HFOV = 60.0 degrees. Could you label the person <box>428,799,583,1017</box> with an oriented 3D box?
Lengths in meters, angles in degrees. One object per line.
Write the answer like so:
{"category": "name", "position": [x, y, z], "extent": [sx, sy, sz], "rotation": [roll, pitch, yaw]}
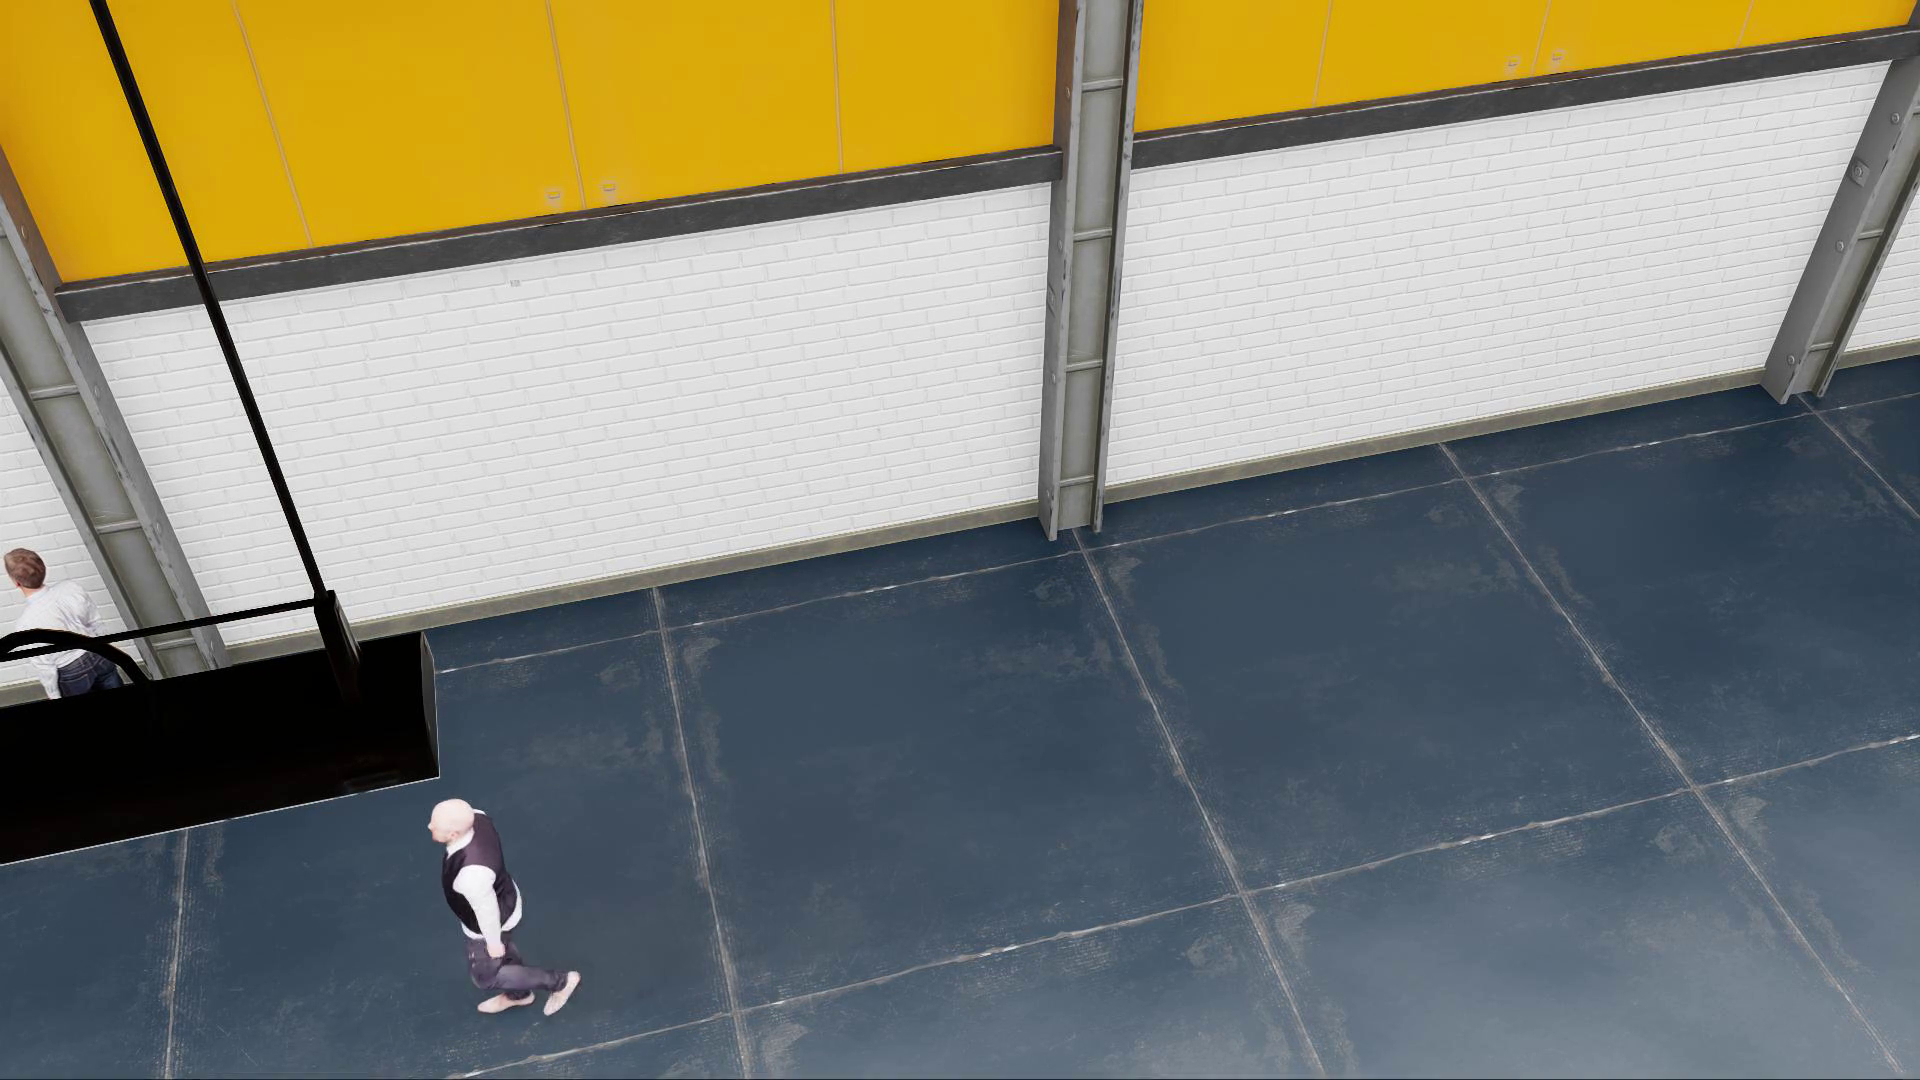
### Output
{"category": "person", "position": [-2.350, 1.921, 8.591], "extent": [0.798, 1.810, 0.669], "rotation": [-10, 45, -11]}

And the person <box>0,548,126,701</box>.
{"category": "person", "position": [-5.212, 0.744, 9.819], "extent": [0.770, 1.819, 0.740], "rotation": [16, 46, 16]}
